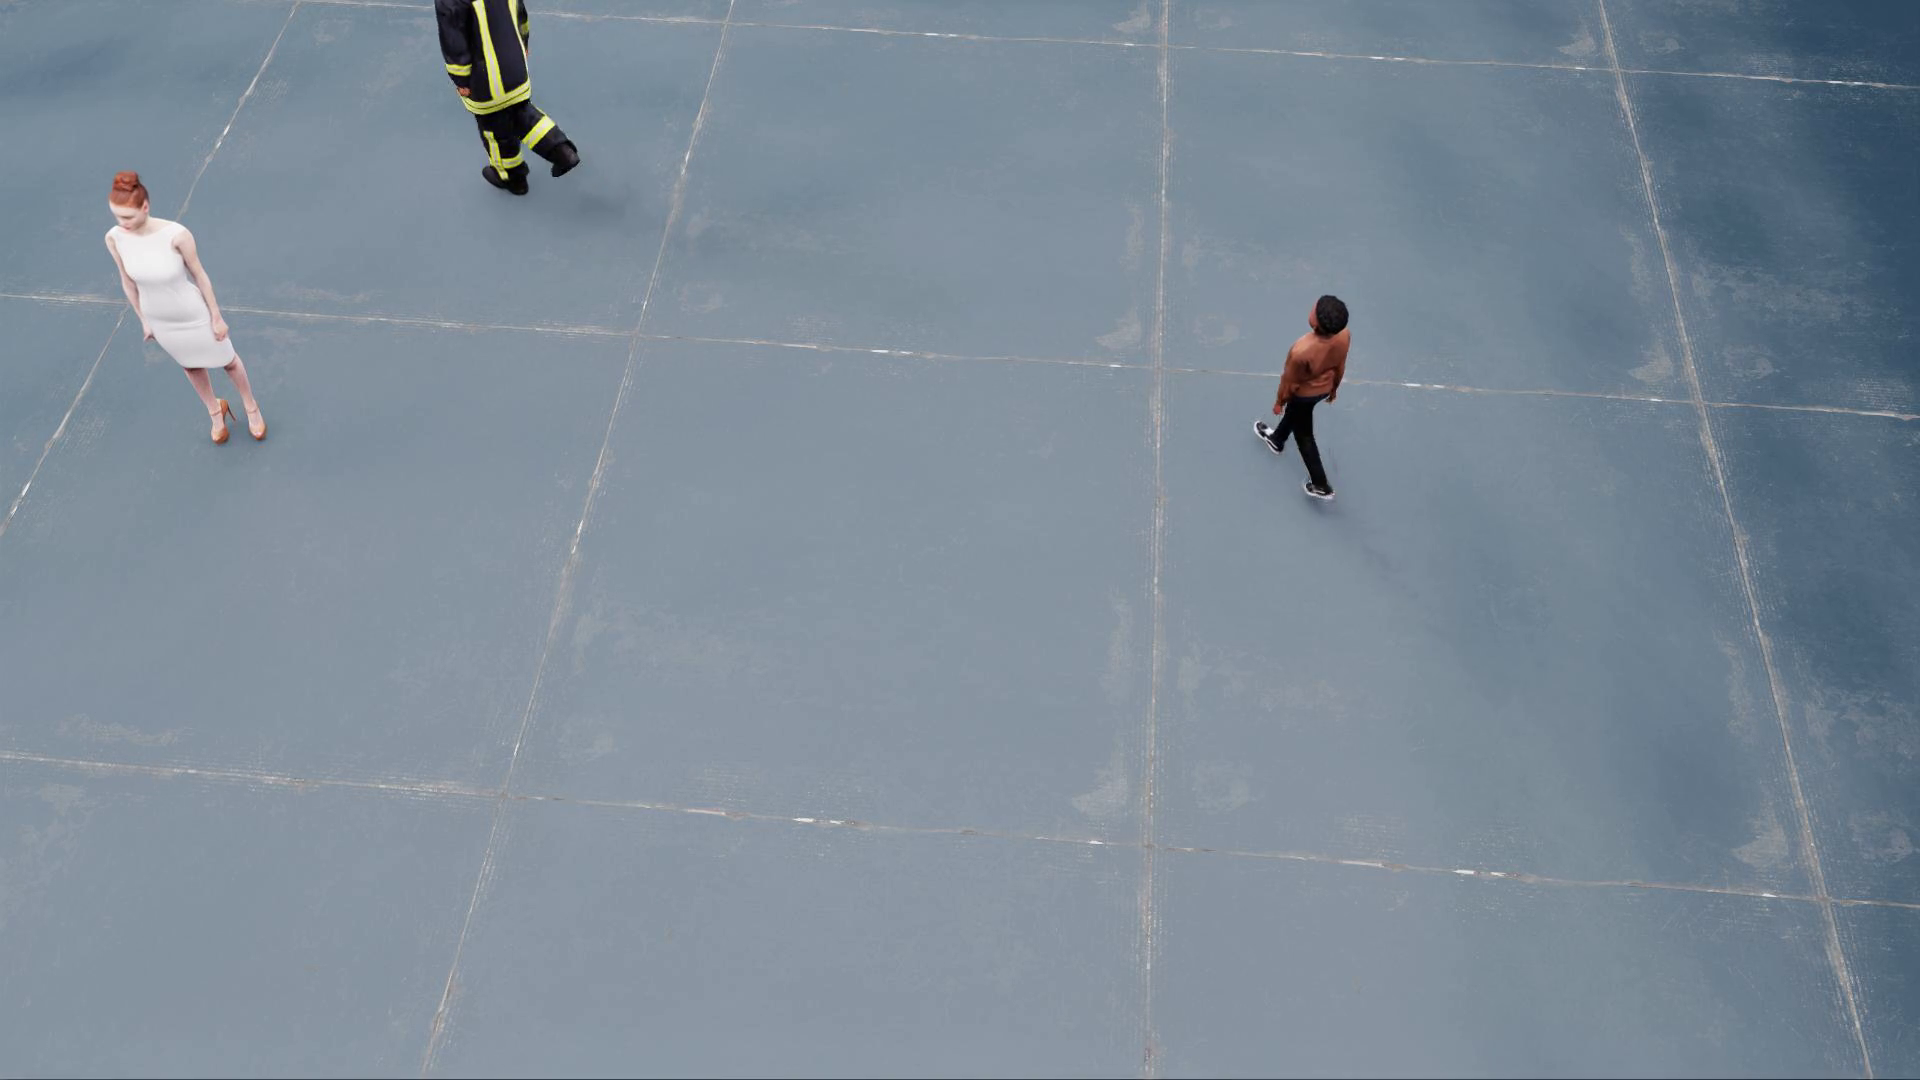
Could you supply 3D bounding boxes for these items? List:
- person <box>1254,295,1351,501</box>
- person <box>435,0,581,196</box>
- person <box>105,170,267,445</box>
[{"bbox_3d":[1.796,-0.717,8.408,0.901,1.234,0.903,-27,57,-19],"label":"person"},{"bbox_3d":[-2.632,-2.741,9.548,1.033,1.912,0.937,18,54,14],"label":"person"},{"bbox_3d":[-3.904,-1.139,8.379,0.472,1.799,0.666,-4,52,-3],"label":"person"}]
